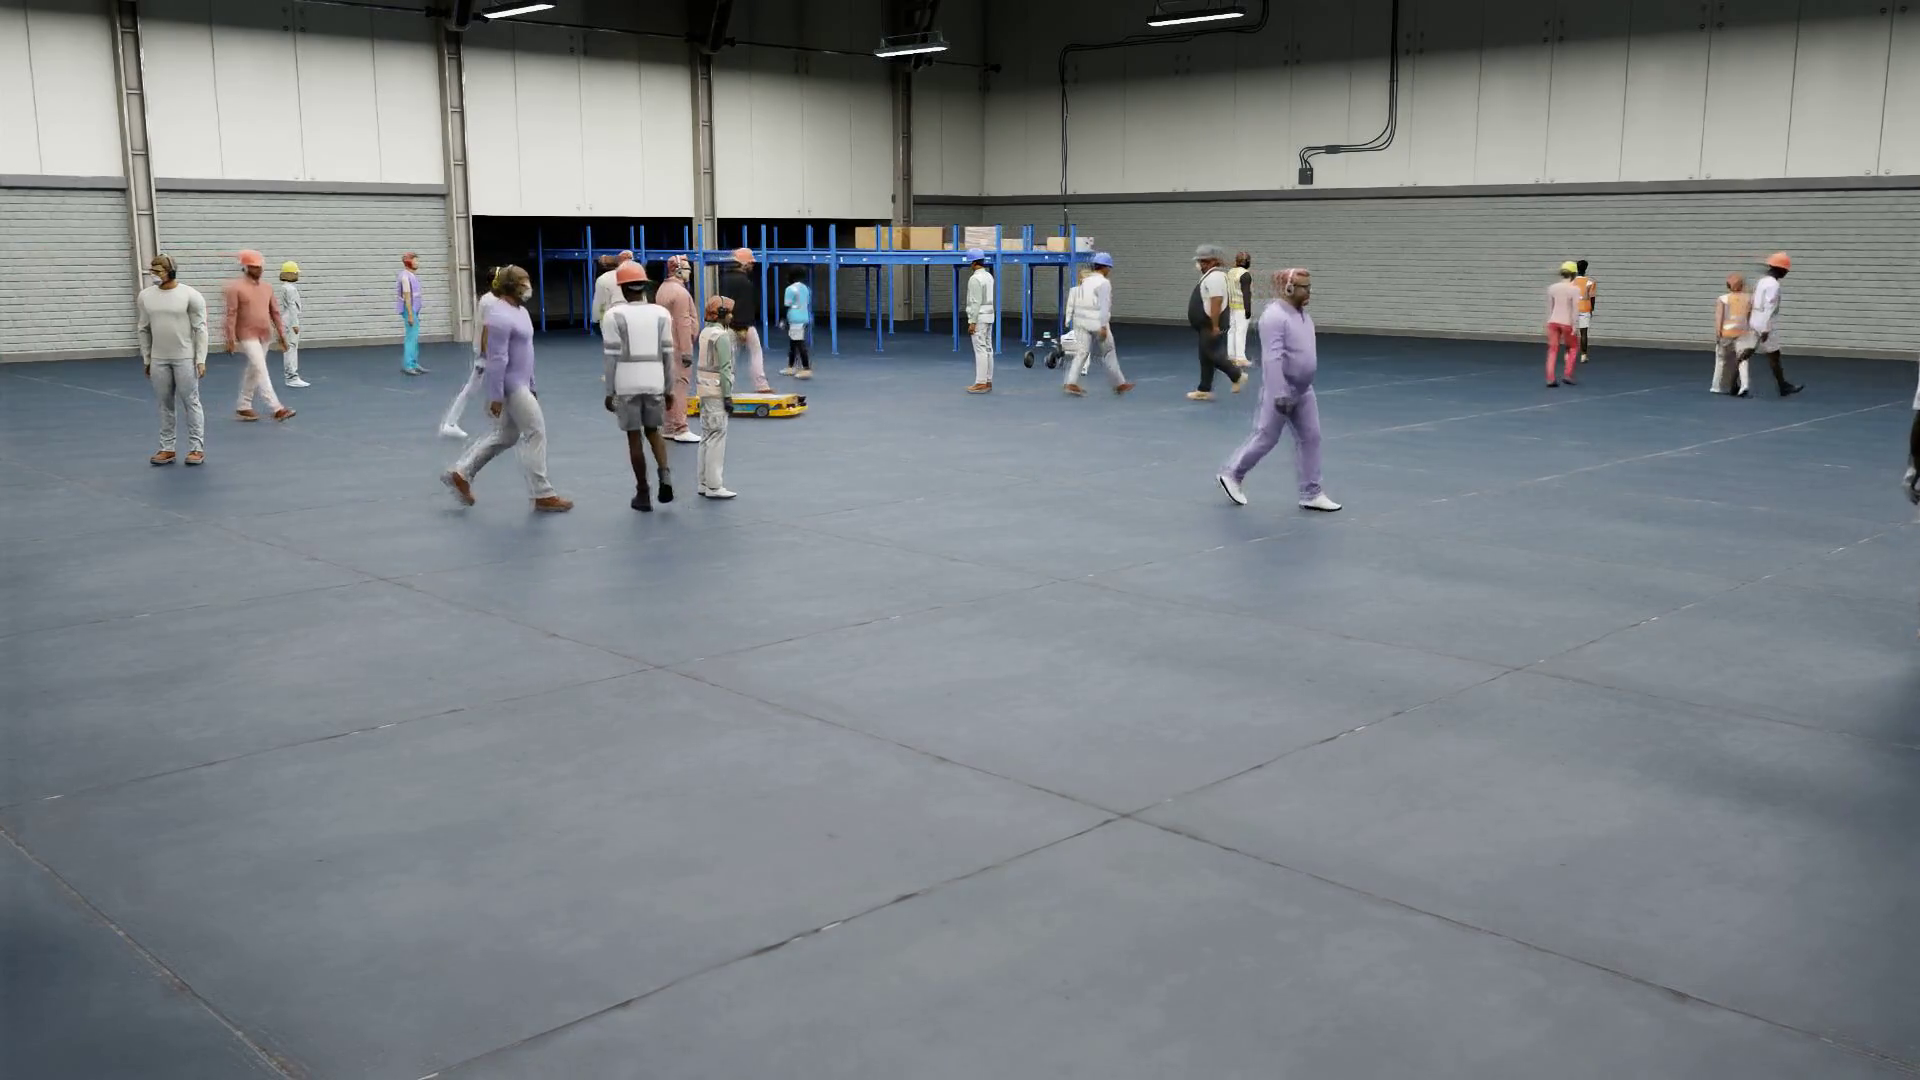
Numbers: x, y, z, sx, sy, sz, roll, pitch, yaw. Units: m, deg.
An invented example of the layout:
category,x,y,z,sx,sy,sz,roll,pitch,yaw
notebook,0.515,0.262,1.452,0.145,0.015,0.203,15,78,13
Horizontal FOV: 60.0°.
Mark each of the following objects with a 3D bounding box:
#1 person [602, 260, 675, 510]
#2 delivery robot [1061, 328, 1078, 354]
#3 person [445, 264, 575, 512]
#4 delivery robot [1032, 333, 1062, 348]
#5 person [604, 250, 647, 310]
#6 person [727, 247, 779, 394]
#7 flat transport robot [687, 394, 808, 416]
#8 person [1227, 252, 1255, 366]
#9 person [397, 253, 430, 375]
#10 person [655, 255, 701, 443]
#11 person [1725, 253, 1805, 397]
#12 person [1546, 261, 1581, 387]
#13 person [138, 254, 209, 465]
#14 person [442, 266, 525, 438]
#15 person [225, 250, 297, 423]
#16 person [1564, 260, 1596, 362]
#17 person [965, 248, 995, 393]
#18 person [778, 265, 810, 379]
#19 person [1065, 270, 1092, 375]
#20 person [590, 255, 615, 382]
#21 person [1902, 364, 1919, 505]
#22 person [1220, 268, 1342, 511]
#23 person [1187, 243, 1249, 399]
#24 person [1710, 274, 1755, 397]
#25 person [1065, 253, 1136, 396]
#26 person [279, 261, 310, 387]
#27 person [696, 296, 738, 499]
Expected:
category,x,y,z,sx,sy,sz,roll,pitch,yaw
person,-2.482,-1.187,12.831,0.539,1.920,0.447,-6,12,-31
delivery robot,2.017,-3.469,28.857,0.477,0.478,0.707,5,12,25
person,-3.518,-1.163,12.786,0.942,1.902,0.631,-1,10,-4
delivery robot,1.403,-3.236,26.872,0.335,0.223,0.698,6,12,29
person,-4.535,-3.008,22.802,0.642,1.907,0.410,5,12,25
person,-2.876,-2.811,21.588,0.967,1.963,0.605,-7,12,-32
flat transport robot,-2.583,-1.618,19.795,1.431,0.197,0.652,2,10,8
person,4.580,-3.767,27.112,0.429,1.841,0.634,-3,11,-18
person,-8.389,-3.455,25.455,0.414,1.847,0.619,-2,11,-10
person,-2.885,-1.969,17.129,0.399,1.908,0.643,-6,12,-29
person,10.581,-2.807,21.795,1.002,1.869,0.674,1,10,5
person,8.511,-3.031,23.360,0.609,1.746,0.540,-8,13,-36
person,-7.273,-1.667,15.404,0.629,1.937,0.377,1,10,3
person,-5.006,-1.953,17.380,0.906,1.806,0.536,-4,11,-22
person,-7.935,-2.302,18.851,1.012,1.937,0.644,5,11,25
person,10.353,-3.831,27.847,0.542,1.698,0.316,5,11,25
person,0.260,-2.966,22.481,0.412,1.938,0.605,4,11,21
person,-2.511,-3.234,24.642,0.729,1.664,0.552,4,11,22
person,1.899,-3.348,25.511,0.507,1.592,0.819,3,11,17
person,-5.120,-3.191,23.991,0.617,1.828,0.662,5,11,24
person,5.259,-0.408,8.582,0.638,1.916,0.961,7,12,33
person,2.498,-1.178,12.926,0.920,1.870,0.640,10,14,43
person,3.302,-2.801,21.419,0.737,2.000,0.703,1,10,5
person,10.253,-2.709,21.997,0.516,1.602,0.823,1,10,6
person,1.827,-2.854,22.034,1.046,1.879,0.617,-6,12,-29
person,-9.399,-3.045,23.440,0.305,1.745,0.483,-6,12,-29
person,-1.974,-1.158,13.482,0.323,1.629,0.507,-5,11,-25
